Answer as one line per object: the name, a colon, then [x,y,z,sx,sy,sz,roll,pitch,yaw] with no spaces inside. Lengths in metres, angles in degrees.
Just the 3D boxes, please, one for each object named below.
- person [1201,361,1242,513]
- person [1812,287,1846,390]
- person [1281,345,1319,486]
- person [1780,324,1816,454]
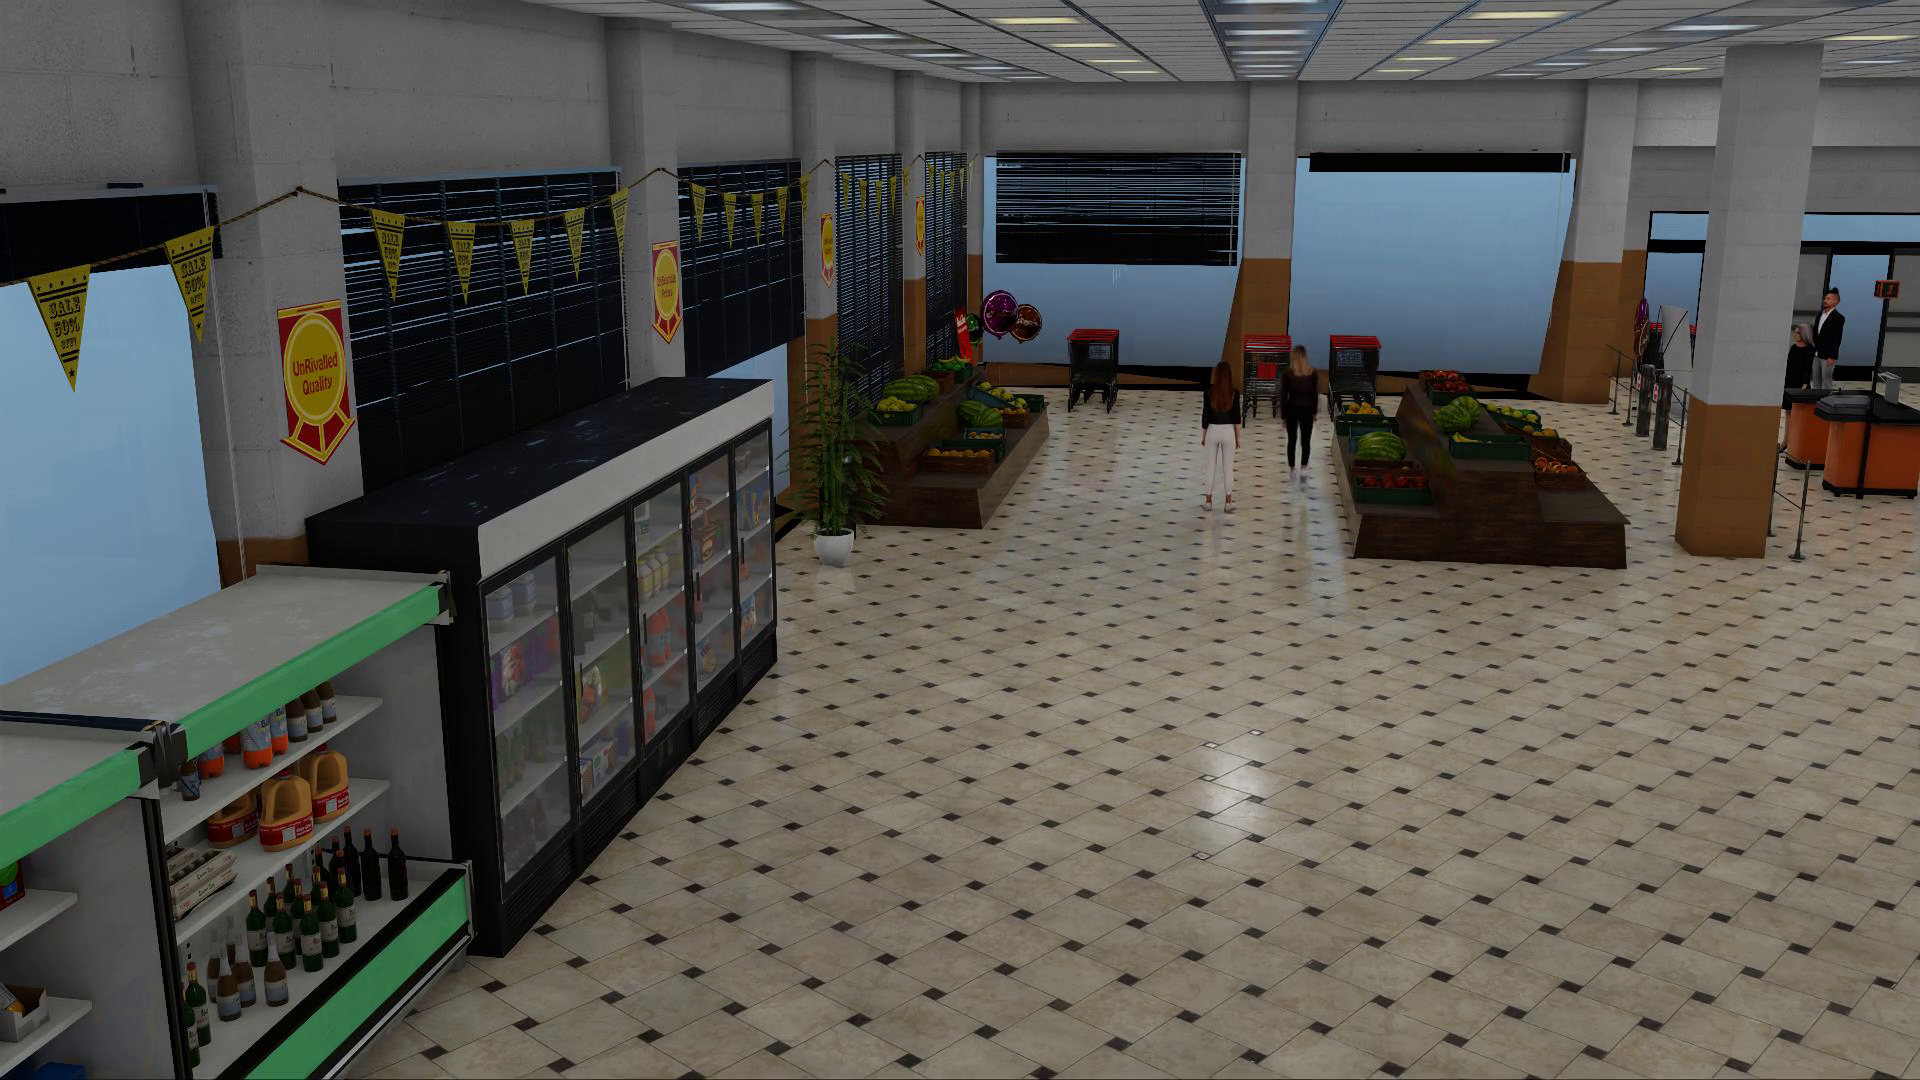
person: [2.941,-1.173,18.770,0.596,1.704,0.515,3,14,12]
person: [13.091,-2.846,25.147,0.845,1.950,0.691,-3,14,-13]
person: [4.122,-1.489,20.140,0.630,1.672,1.093,2,14,9]
person: [11.107,-2.004,22.109,0.748,1.746,0.632,-3,14,-13]
